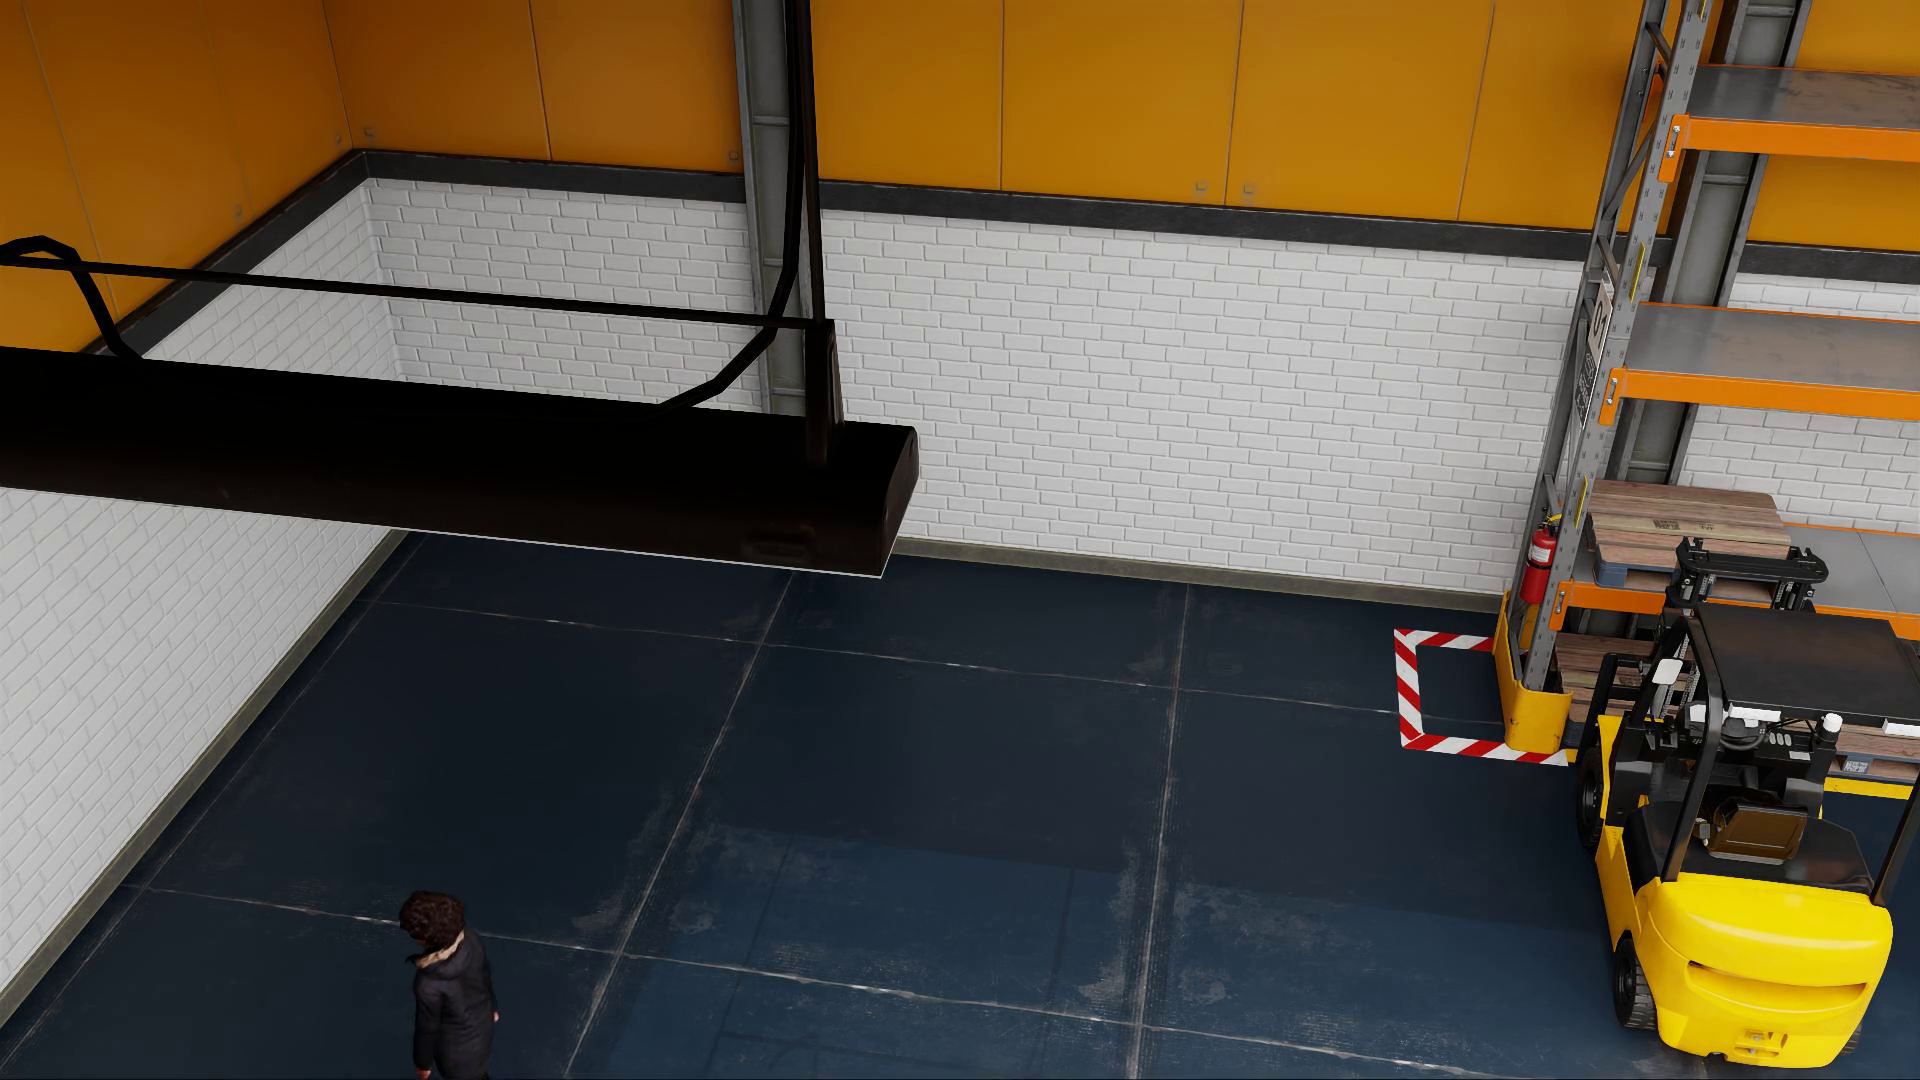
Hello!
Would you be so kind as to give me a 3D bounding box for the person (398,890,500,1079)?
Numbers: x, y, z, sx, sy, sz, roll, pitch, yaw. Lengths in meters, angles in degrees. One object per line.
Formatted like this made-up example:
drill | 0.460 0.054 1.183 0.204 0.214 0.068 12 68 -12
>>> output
person | -2.331 2.401 7.992 1.002 1.738 0.660 7 34 11
